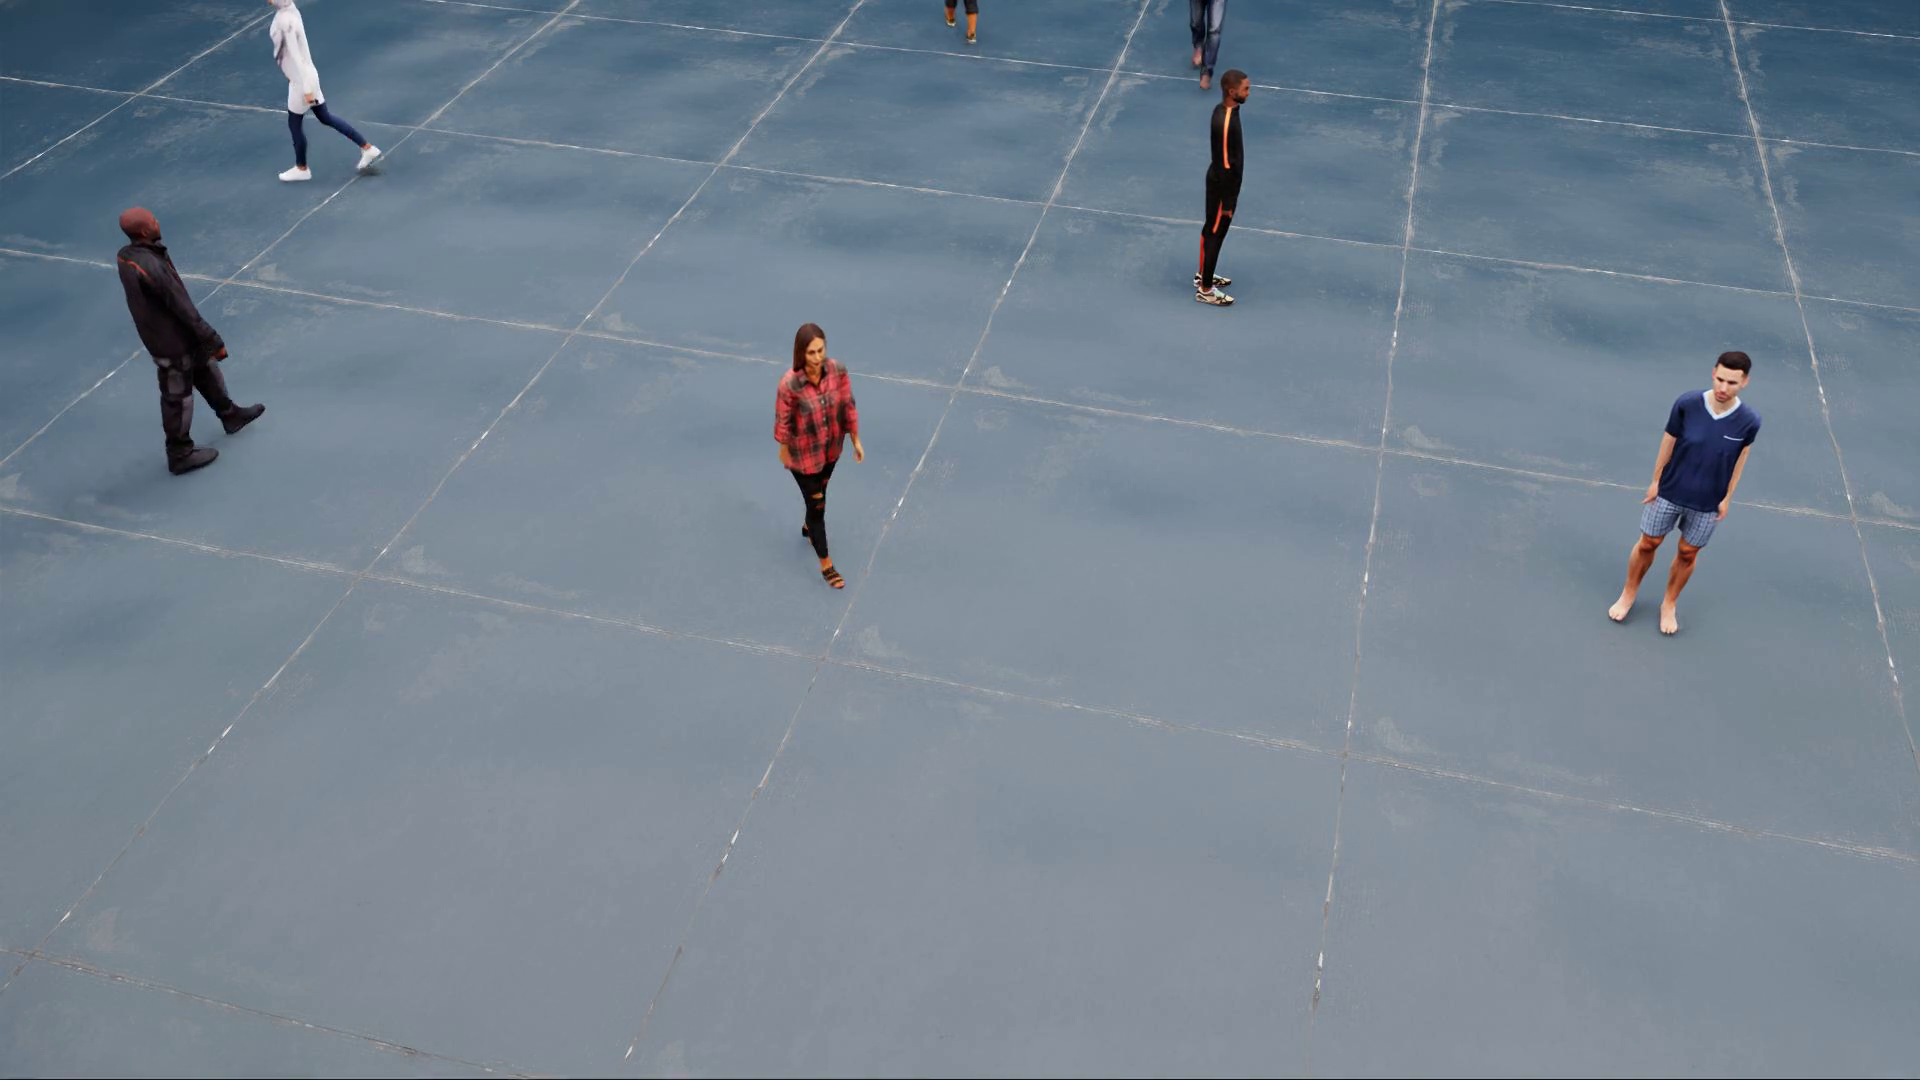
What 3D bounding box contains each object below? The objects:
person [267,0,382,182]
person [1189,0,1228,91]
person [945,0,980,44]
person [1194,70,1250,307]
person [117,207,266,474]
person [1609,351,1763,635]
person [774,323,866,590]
[{"bbox_3d":[-5.464,-3.876,14.098,1.039,1.741,1.145,-7,39,-9],"label":"person"},{"bbox_3d":[2.371,-5.349,15.881,0.788,1.863,1.243,6,38,7],"label":"person"},{"bbox_3d":[0.050,-5.798,16.815,0.898,1.420,1.094,-8,39,-10],"label":"person"},{"bbox_3d":[1.959,-2.659,12.486,0.713,1.810,0.524,3,38,4],"label":"person"},{"bbox_3d":[-5.165,-1.244,10.685,1.157,1.802,1.027,-29,46,-31],"label":"person"},{"bbox_3d":[4.140,-0.289,9.426,0.656,1.849,0.620,17,41,21],"label":"person"},{"bbox_3d":[-0.904,-0.604,9.970,0.961,1.675,0.990,-25,45,-29],"label":"person"}]
